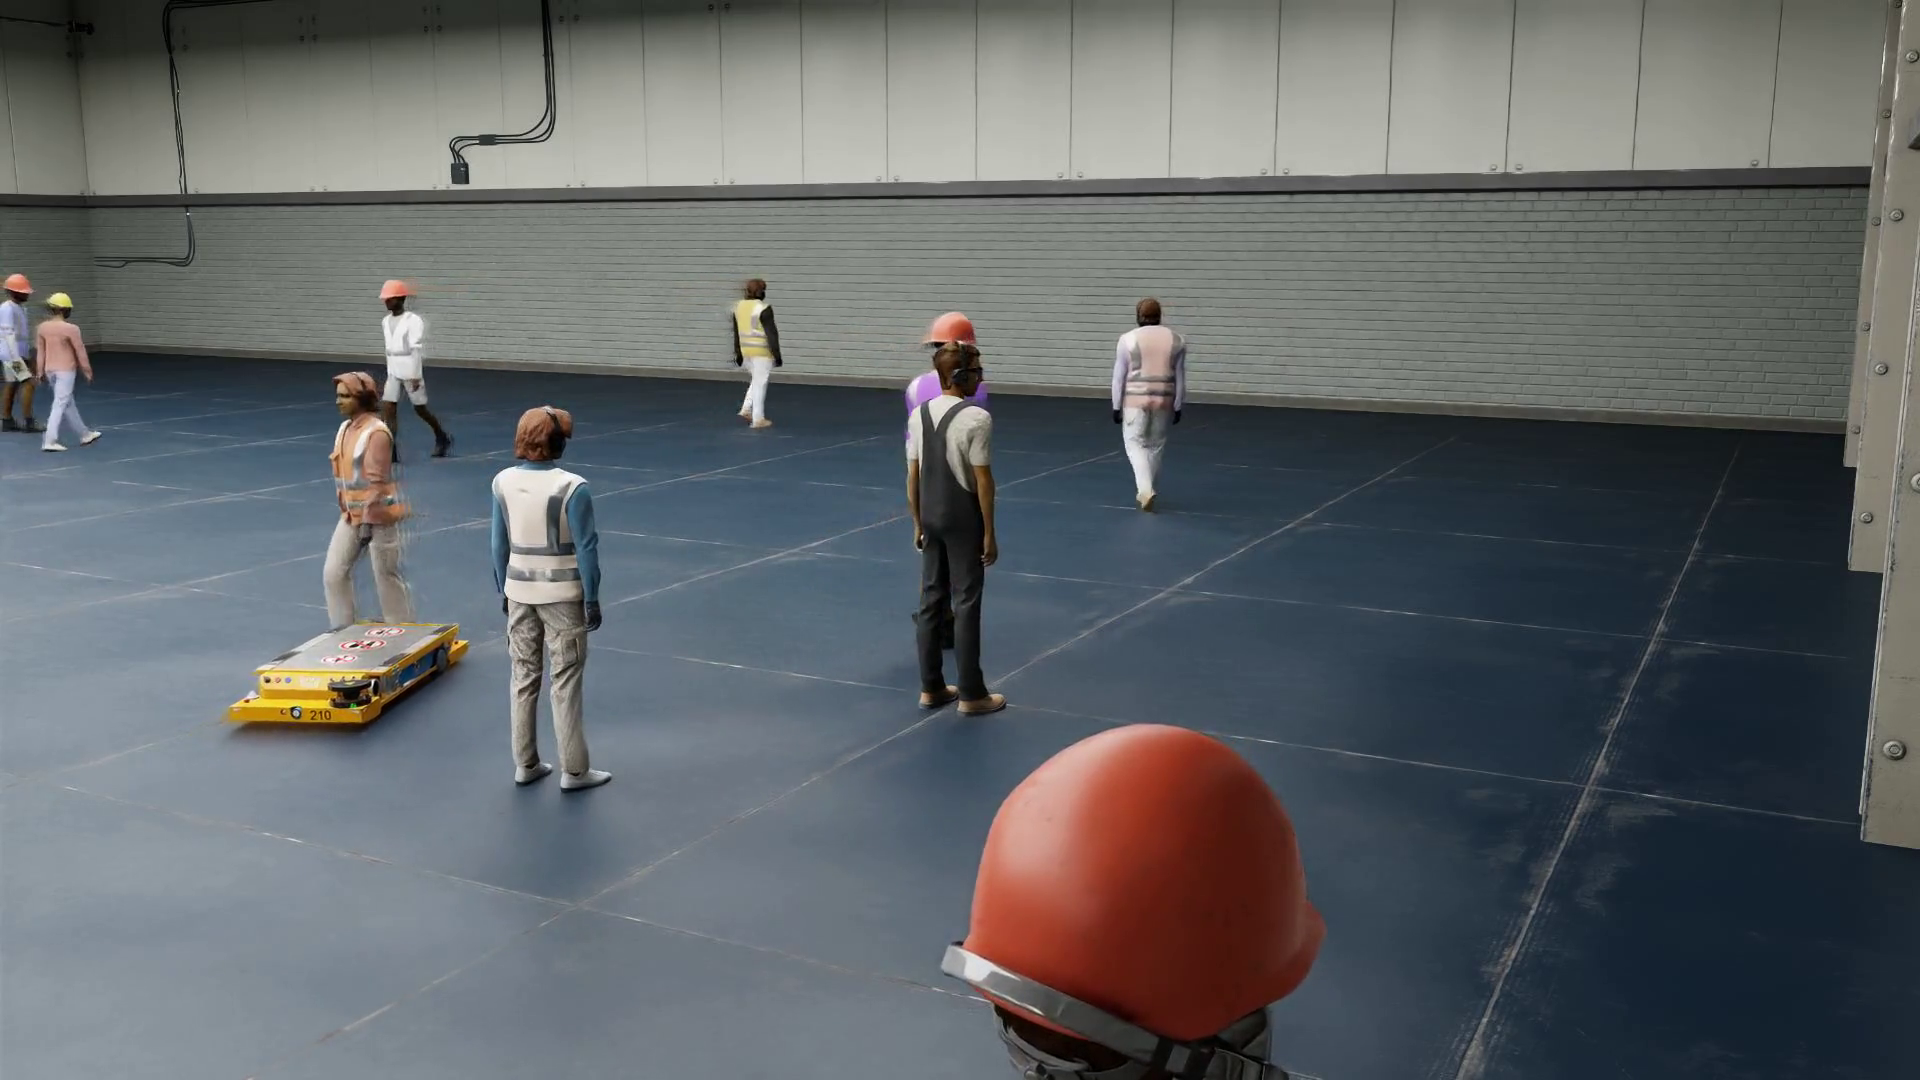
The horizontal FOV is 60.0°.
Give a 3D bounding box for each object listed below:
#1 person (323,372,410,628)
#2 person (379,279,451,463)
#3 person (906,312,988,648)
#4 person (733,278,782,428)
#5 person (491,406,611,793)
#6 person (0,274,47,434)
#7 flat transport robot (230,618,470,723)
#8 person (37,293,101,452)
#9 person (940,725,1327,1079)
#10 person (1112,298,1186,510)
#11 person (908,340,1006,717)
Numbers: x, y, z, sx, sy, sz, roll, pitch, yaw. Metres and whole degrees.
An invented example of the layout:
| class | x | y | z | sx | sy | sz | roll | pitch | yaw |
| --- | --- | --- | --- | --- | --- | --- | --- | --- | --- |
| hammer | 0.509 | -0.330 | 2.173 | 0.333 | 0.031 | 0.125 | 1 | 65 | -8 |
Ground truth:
| class | x | y | z | sx | sy | sz | roll | pitch | yaw |
| --- | --- | --- | --- | --- | --- | --- | --- | --- | --- |
| person | -3.263 | -0.088 | 8.974 | 0.519 | 1.616 | 0.627 | 9 | 14 | 40 |
| person | -5.729 | -1.757 | 17.301 | 0.545 | 1.907 | 0.914 | 5 | 11 | 25 |
| person | -0.071 | -0.314 | 9.367 | 0.568 | 1.925 | 0.495 | 8 | 13 | 37 |
| person | -2.462 | -2.283 | 20.373 | 0.449 | 1.827 | 0.632 | -9 | 14 | -42 |
| person | -1.748 | 0.253 | 7.059 | 0.523 | 1.638 | 0.310 | 5 | 11 | 24 |
| person | -11.161 | -2.196 | 19.763 | 0.689 | 1.889 | 0.561 | -3 | 11 | -17 |
| flat transport robot | -3.114 | 0.653 | 8.611 | 0.652 | 0.197 | 1.431 | 1 | 10 | 4 |
| person | -9.848 | -1.850 | 18.330 | 0.544 | 1.715 | 0.919 | 3 | 11 | 17 |
| person | 0.126 | 1.121 | 1.354 | 0.611 | 1.996 | 0.378 | 7 | 13 | 35 |
| person | 1.621 | -1.169 | 14.322 | 0.639 | 1.826 | 0.730 | -2 | 11 | -12 |
| person | -0.029 | -0.054 | 8.184 | 0.507 | 1.842 | 0.351 | 9 | 14 | 40 |
